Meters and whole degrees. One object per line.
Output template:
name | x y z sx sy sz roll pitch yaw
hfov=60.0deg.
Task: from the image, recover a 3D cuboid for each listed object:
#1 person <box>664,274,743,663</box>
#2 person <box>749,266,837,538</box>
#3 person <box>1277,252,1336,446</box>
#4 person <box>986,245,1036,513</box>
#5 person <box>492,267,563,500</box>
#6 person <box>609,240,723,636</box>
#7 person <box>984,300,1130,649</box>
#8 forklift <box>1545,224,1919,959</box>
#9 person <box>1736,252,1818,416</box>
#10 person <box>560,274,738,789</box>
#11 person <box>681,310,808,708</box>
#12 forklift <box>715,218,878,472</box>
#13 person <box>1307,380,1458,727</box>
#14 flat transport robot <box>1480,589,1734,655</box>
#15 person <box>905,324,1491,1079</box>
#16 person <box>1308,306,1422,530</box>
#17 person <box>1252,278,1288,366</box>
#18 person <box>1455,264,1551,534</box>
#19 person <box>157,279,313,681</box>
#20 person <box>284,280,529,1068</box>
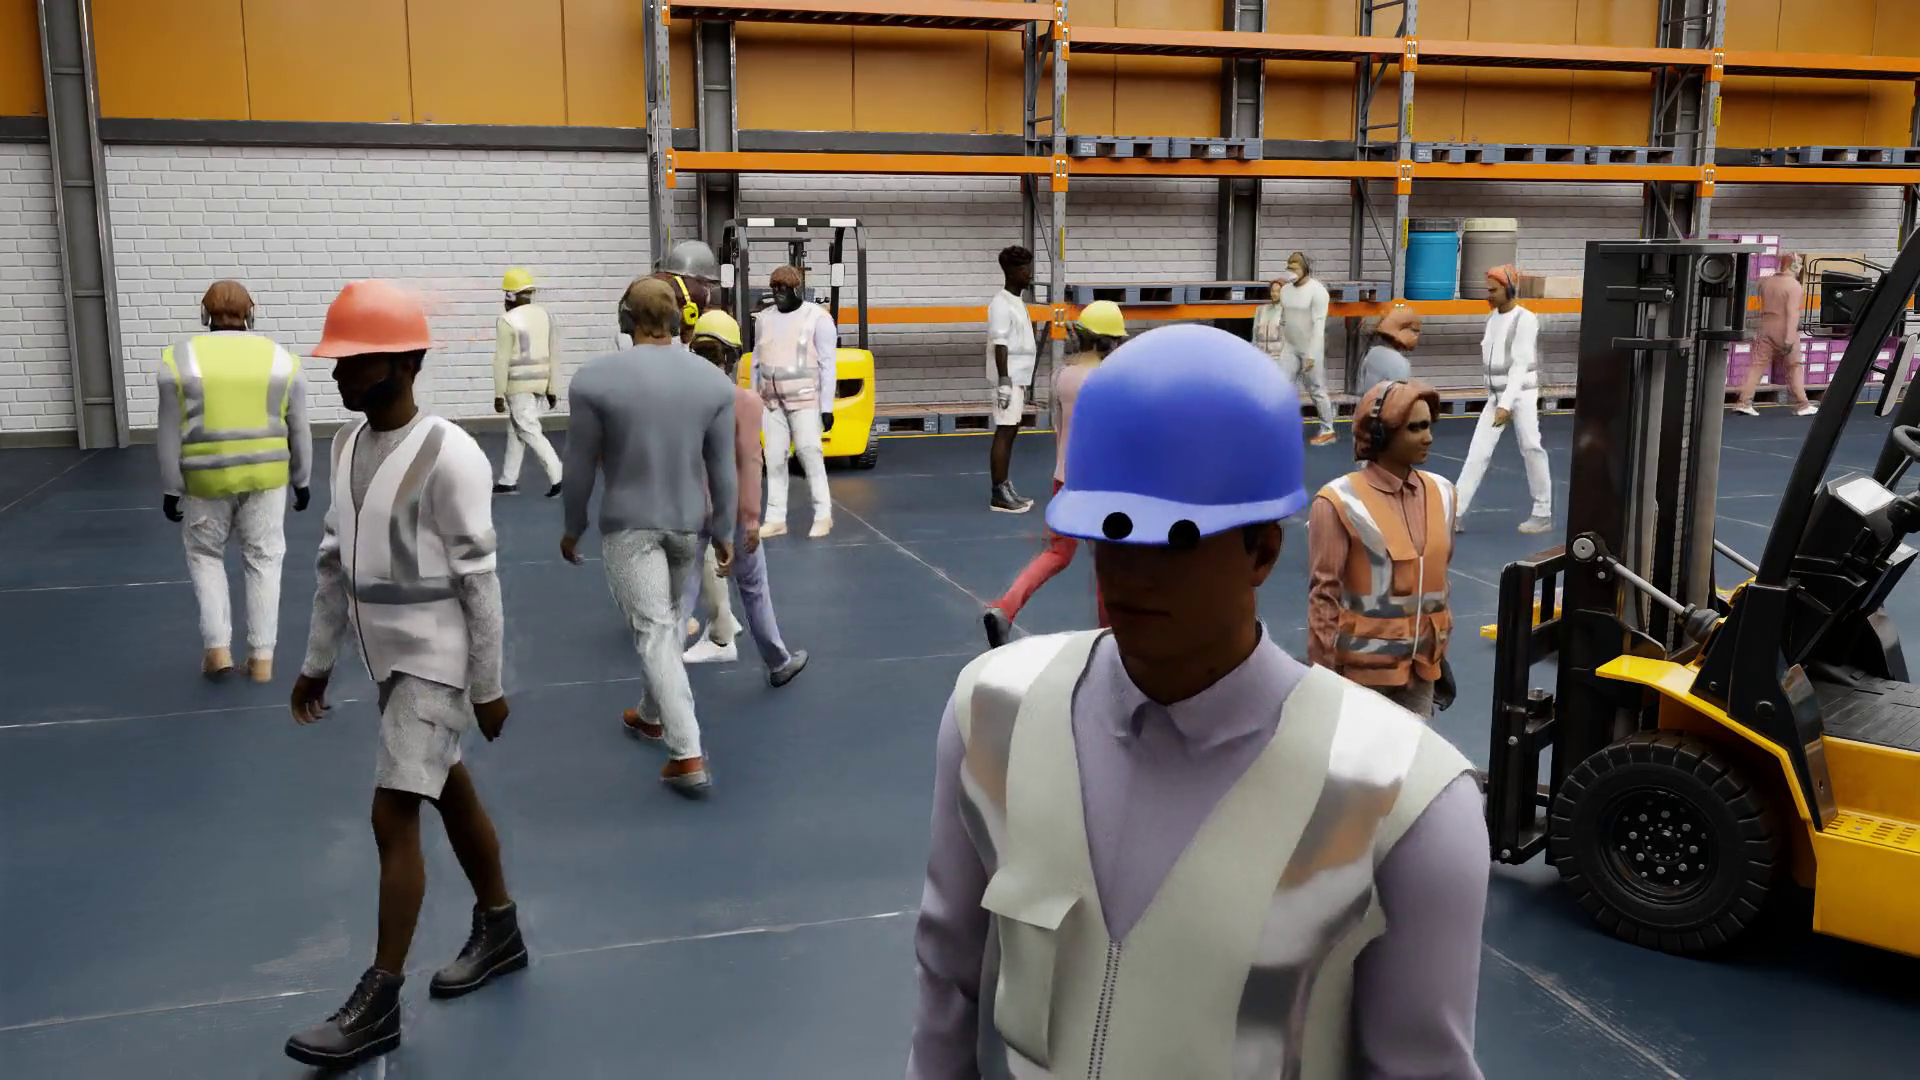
person | -1.246 -0.319 7.842 0.406 1.849 0.545 -1 10 -6
person | -1.123 -0.916 11.211 0.676 1.834 0.543 6 12 29
person | 3.289 -1.812 15.948 0.944 1.891 0.637 -7 13 -35
person | 0.381 -1.193 12.315 0.362 1.963 0.612 2 11 12
person | -3.336 -1.199 12.839 0.900 1.795 0.602 4 11 21
person | -1.436 -0.518 8.413 0.706 2.000 0.571 8 13 36
person | 0.526 -0.262 7.873 0.802 1.741 0.527 -5 11 -25
forklift | 2.909 0.117 4.508 2.313 2.155 1.214 9 14 40
person | 9.269 -2.312 18.760 0.987 1.858 0.651 -2 11 -13
person | -1.145 -0.045 6.267 0.639 1.894 1.011 -7 13 -34
person | -1.043 -0.129 7.191 0.544 1.704 0.920 5 11 24
forklift | -1.522 -1.778 14.899 1.214 2.155 2.313 -3 11 -17
person | 1.167 0.376 4.616 0.524 1.639 0.306 -6 12 -30
flat transport robot | 3.352 0.374 8.379 1.431 0.197 0.652 -7 12 -34
person | 0.207 0.749 1.734 0.623 1.946 0.411 6 12 31
person | 2.493 -0.621 10.147 0.585 1.605 0.555 -2 10 -10
person | 3.143 -1.785 16.495 0.530 1.618 0.533 -9 14 -41
person | 3.652 -0.933 11.242 1.000 1.826 0.606 -3 11 -15
person | -3.294 -0.265 7.592 0.662 1.831 0.524 -6 12 -30
person | -1.462 0.316 4.187 0.545 1.905 0.895 9 14 40
